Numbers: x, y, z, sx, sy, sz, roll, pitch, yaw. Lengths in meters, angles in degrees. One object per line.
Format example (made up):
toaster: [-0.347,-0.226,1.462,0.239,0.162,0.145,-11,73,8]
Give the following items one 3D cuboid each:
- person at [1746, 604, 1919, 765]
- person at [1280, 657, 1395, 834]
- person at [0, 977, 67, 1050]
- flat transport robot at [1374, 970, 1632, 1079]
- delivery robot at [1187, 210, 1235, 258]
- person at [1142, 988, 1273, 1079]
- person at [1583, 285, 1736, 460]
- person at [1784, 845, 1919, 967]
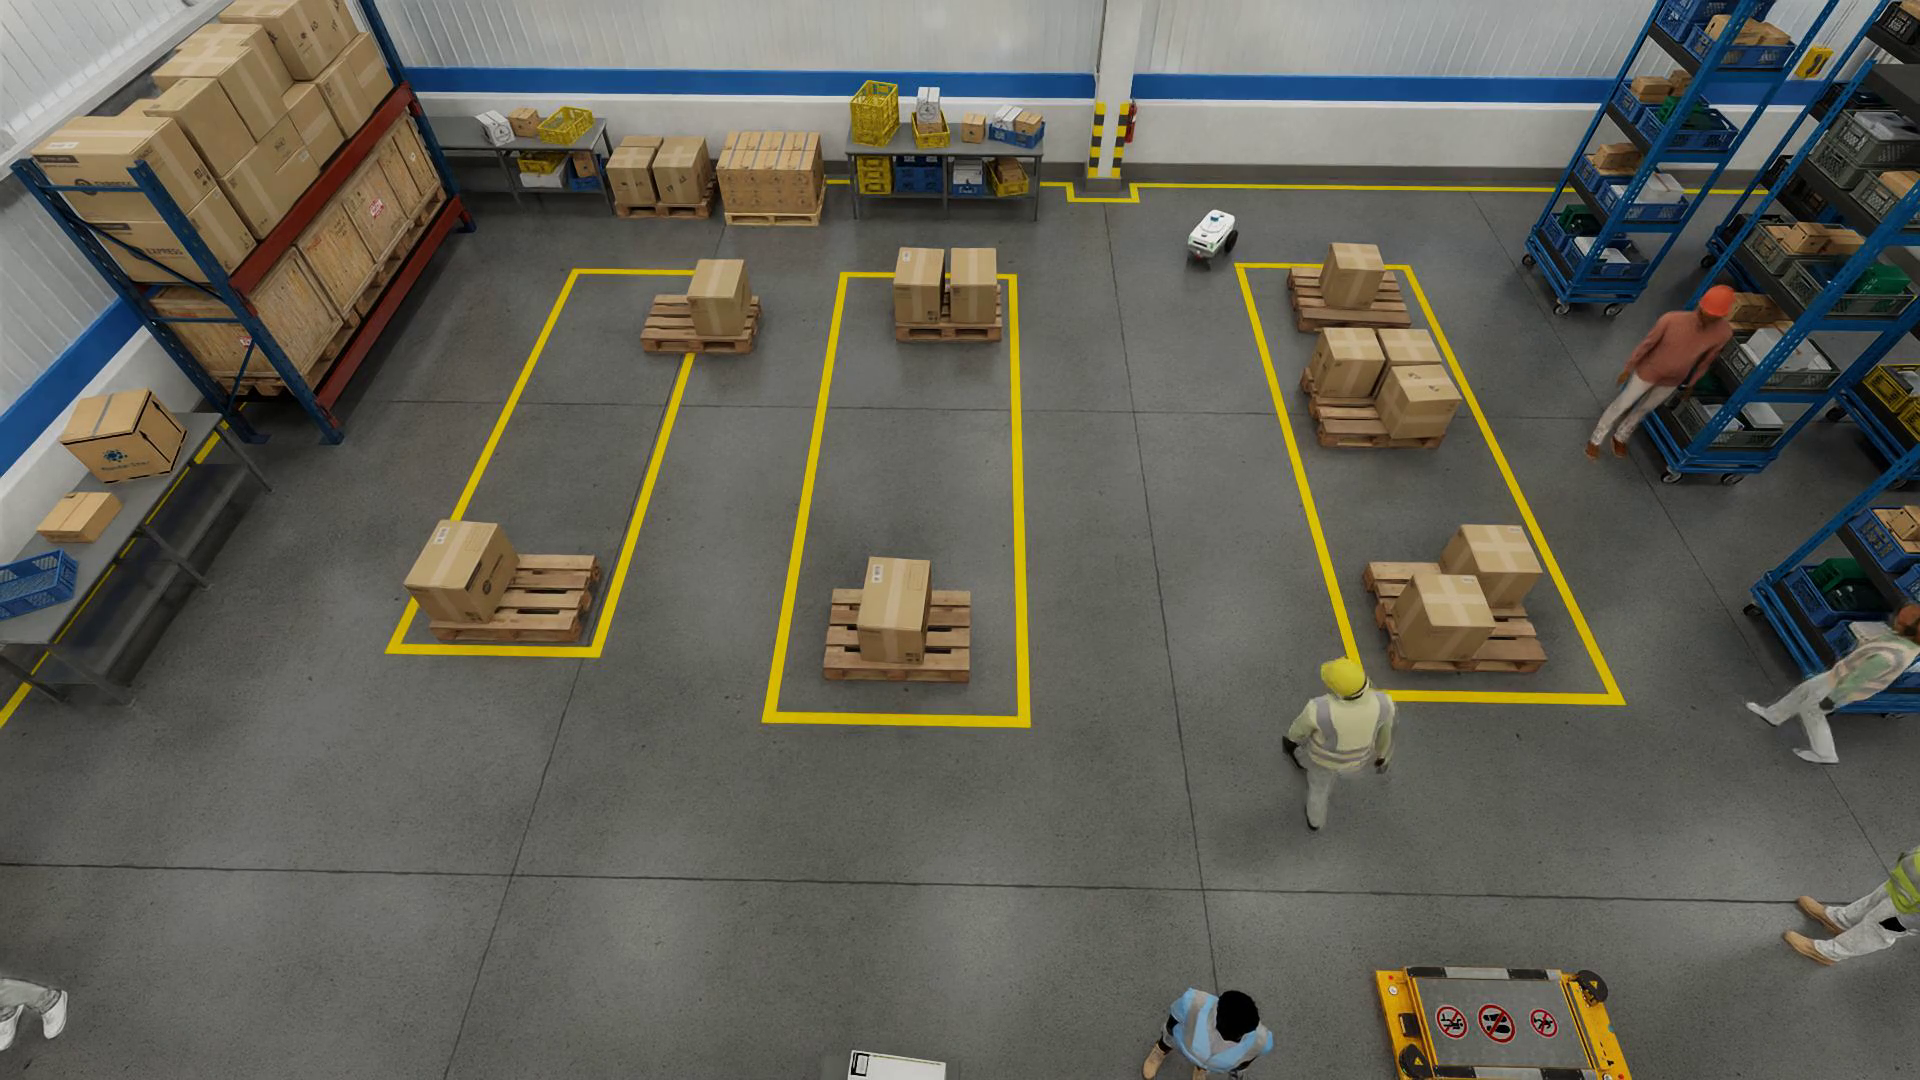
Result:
person: [6.598,1.083,6.724,0.615,1.613,0.702,-27,56,-20]
person: [2.579,1.354,6.403,0.658,1.769,0.830,-7,51,-6]
person: [-6.094,2.568,5.328,0.588,1.912,0.376,-13,52,-10]
flat transport robot: [3.501,3.133,5.914,1.431,0.197,0.652,1,51,1]
delivery robot: [3.104,-3.797,11.323,0.477,0.478,0.707,27,56,20]
person: [1.400,2.867,5.217,0.532,1.697,0.319,21,54,16]
person: [6.600,-1.554,8.635,0.622,1.992,0.394,15,52,12]
person: [5.949,2.188,5.683,0.621,1.837,0.429,-36,59,-25]
